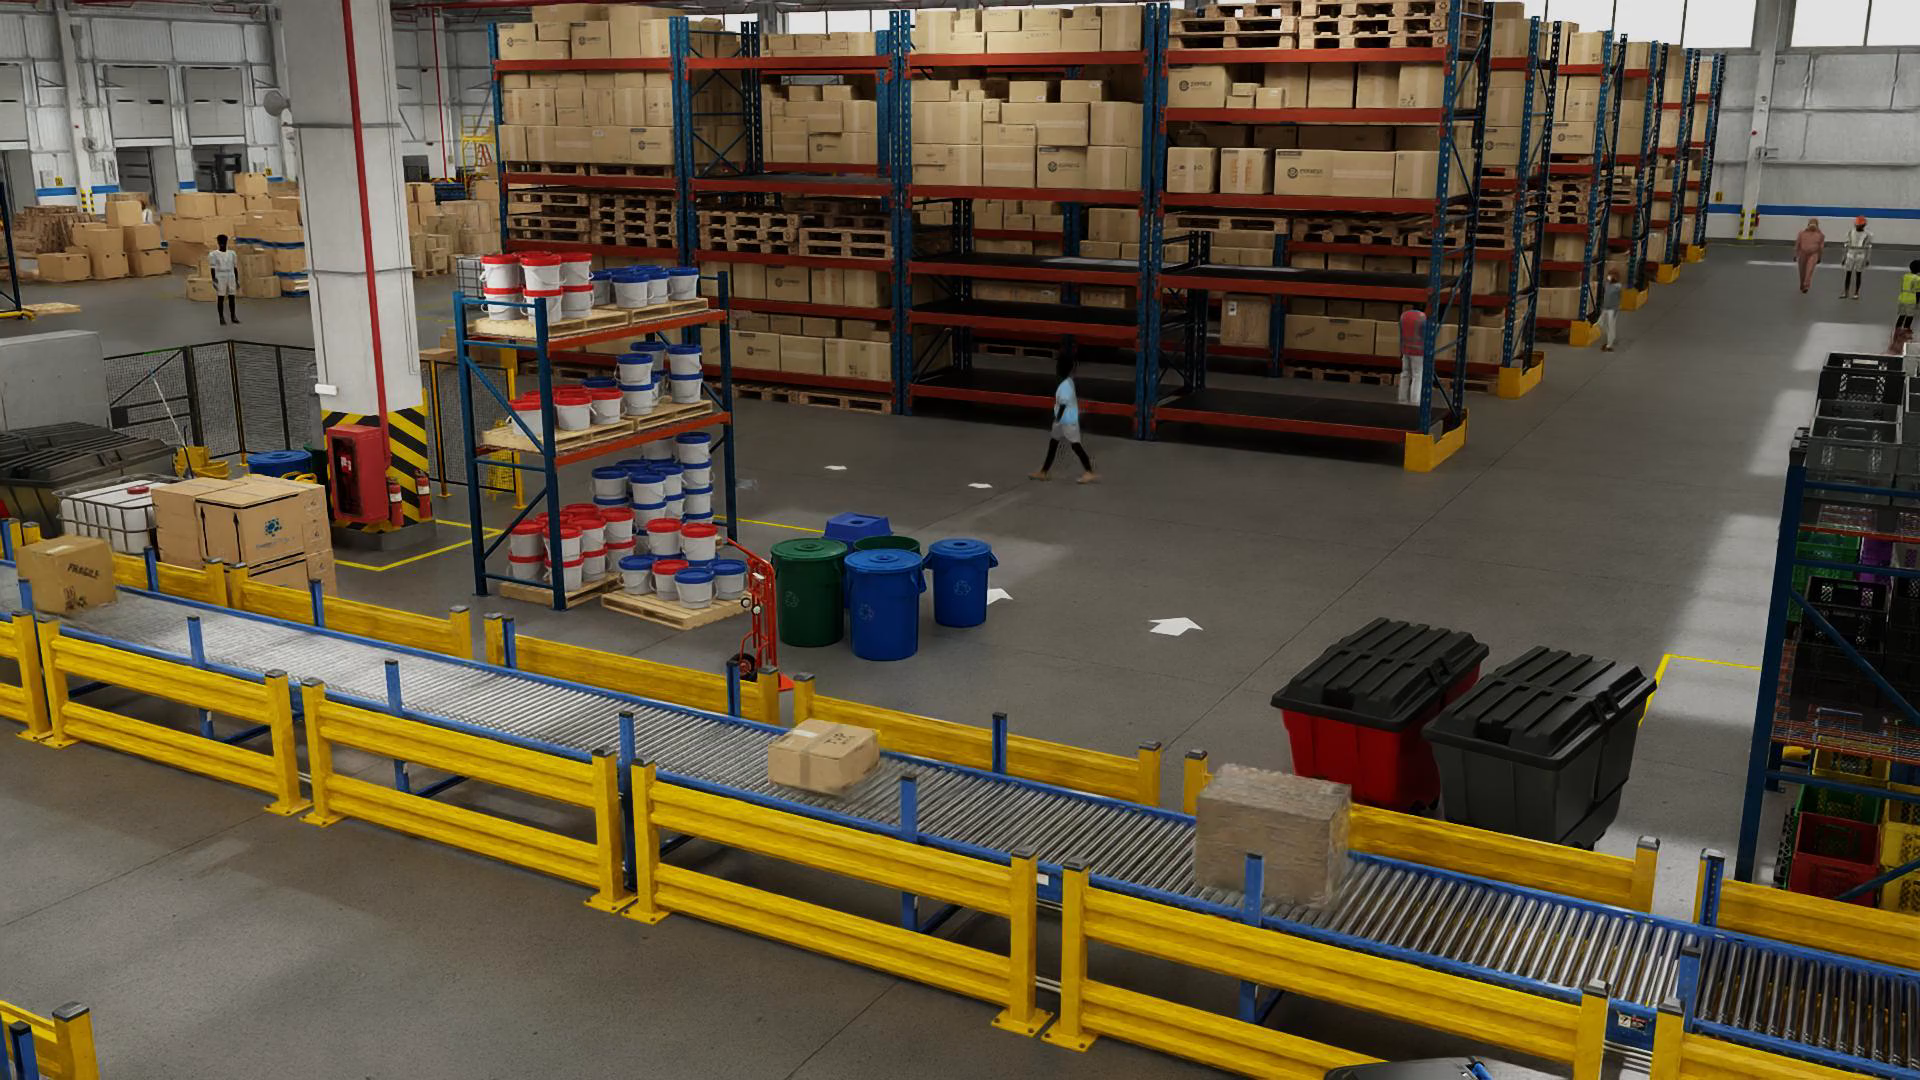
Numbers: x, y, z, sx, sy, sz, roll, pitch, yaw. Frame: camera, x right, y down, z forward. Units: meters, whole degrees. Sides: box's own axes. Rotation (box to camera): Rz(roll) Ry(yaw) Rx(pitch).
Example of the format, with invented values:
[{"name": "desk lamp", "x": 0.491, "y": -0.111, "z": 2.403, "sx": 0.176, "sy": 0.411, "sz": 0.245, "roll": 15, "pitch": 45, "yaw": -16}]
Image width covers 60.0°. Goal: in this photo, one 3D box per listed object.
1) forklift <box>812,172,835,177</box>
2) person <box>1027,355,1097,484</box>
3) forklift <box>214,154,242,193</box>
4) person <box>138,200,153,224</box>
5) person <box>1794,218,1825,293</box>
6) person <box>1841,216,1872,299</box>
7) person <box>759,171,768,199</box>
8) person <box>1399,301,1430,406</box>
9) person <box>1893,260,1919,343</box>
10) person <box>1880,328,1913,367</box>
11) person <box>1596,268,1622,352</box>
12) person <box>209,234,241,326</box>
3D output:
[{"name": "forklift", "x": -4.553, "y": -11.251, "z": 55.397, "sx": 1.129, "sy": 2.768, "sz": 1.873, "roll": 8, "pitch": 17, "yaw": 27}, {"name": "person", "x": 1.344, "y": -1.521, "z": 21.180, "sx": 0.889, "sy": 1.648, "sz": 0.536, "roll": 0, "pitch": 15, "yaw": -2}, {"name": "forklift", "x": -26.728, "y": -12.764, "z": 61.082, "sx": 1.873, "sy": 2.768, "sz": 1.129, "roll": 8, "pitch": 17, "yaw": 28}, {"name": "person", "x": -24.537, "y": -9.272, "z": 49.950, "sx": 0.606, "sy": 1.832, "sz": 0.951, "roll": 1, "pitch": 15, "yaw": 2}, {"name": "person", "x": 21.547, "y": -7.231, "z": 42.201, "sx": 0.640, "sy": 1.882, "sz": 0.832, "roll": 11, "pitch": 18, "yaw": 36}, {"name": "person", "x": 21.924, "y": -6.894, "z": 40.713, "sx": 0.619, "sy": 2.014, "sz": 0.521, "roll": 12, "pitch": 19, "yaw": 39}, {"name": "person", "x": -8.059, "y": -14.005, "z": 67.576, "sx": 0.632, "sy": 1.931, "sz": 0.366, "roll": -6, "pitch": 16, "yaw": -21}, {"name": "person", "x": 7.166, "y": -2.933, "z": 26.139, "sx": 0.428, "sy": 1.836, "sz": 0.618, "roll": -8, "pitch": 17, "yaw": -27}, {"name": "person", "x": 18.989, "y": -4.756, "z": 33.261, "sx": 0.321, "sy": 1.689, "sz": 0.530, "roll": -3, "pitch": 15, "yaw": -10}, {"name": "person", "x": 12.524, "y": -1.882, "z": 22.127, "sx": 0.951, "sy": 1.867, "sz": 0.647, "roll": 11, "pitch": 18, "yaw": 35}, {"name": "person", "x": 12.575, "y": -4.448, "z": 32.218, "sx": 0.349, "sy": 1.617, "sz": 0.527, "roll": -4, "pitch": 15, "yaw": -14}, {"name": "person", "x": -15.921, "y": -5.636, "z": 36.051, "sx": 0.375, "sy": 1.959, "sz": 0.600, "roll": 13, "pitch": 20, "yaw": 40}]
